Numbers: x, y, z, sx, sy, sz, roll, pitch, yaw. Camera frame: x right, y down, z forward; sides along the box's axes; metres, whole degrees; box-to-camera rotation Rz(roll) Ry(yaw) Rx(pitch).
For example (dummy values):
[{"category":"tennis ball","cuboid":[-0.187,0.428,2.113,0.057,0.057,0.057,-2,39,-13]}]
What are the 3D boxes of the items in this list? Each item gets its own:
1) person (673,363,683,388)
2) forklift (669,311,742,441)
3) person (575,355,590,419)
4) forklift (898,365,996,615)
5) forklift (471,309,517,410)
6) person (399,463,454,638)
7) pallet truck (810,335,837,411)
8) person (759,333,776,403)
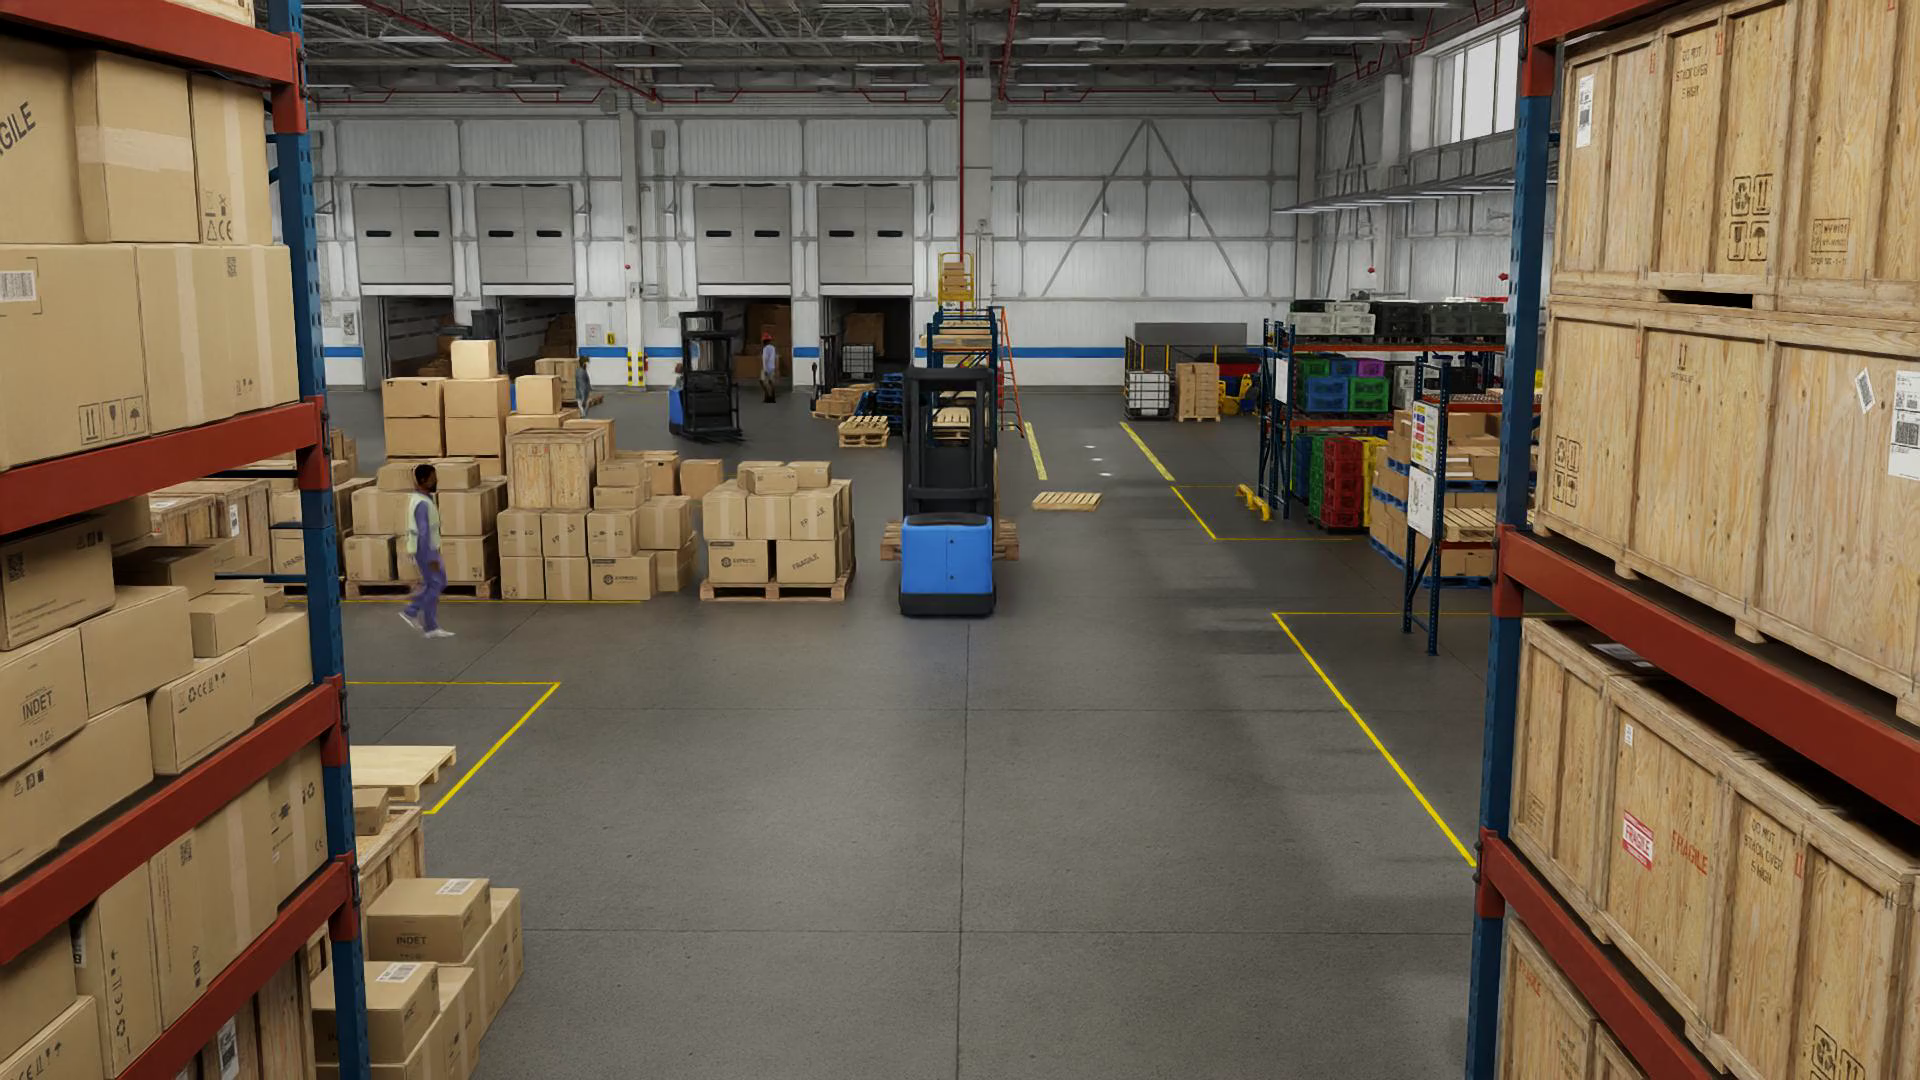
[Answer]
[{"category":"person","cuboid":[-6.296,-3.219,37.900,0.570,1.611,0.534,-2,10,-11]},{"category":"forklift","cuboid":[-5.723,-3.678,36.924,1.129,2.768,1.873,-5,11,-27]},{"category":"person","cuboid":[-8.111,-3.017,35.835,0.375,1.936,0.628,-2,10,-12]},{"category":"forklift","cuboid":[-0.141,-0.641,19.399,1.129,2.768,1.873,0,10,1]},{"category":"forklift","cuboid":[-10.871,-3.933,38.391,1.873,2.768,1.129,1,10,7]},{"category":"person","cuboid":[-5.721,0.123,17.808,0.477,1.903,0.596,-2,10,-14]},{"category":"pallet truck","cuboid":[-3.021,-4.312,43.126,1.885,1.965,0.823,3,10,17]},{"category":"person","cuboid":[-5.267,-4.710,45.611,0.491,1.922,0.544,5,11,26]}]
